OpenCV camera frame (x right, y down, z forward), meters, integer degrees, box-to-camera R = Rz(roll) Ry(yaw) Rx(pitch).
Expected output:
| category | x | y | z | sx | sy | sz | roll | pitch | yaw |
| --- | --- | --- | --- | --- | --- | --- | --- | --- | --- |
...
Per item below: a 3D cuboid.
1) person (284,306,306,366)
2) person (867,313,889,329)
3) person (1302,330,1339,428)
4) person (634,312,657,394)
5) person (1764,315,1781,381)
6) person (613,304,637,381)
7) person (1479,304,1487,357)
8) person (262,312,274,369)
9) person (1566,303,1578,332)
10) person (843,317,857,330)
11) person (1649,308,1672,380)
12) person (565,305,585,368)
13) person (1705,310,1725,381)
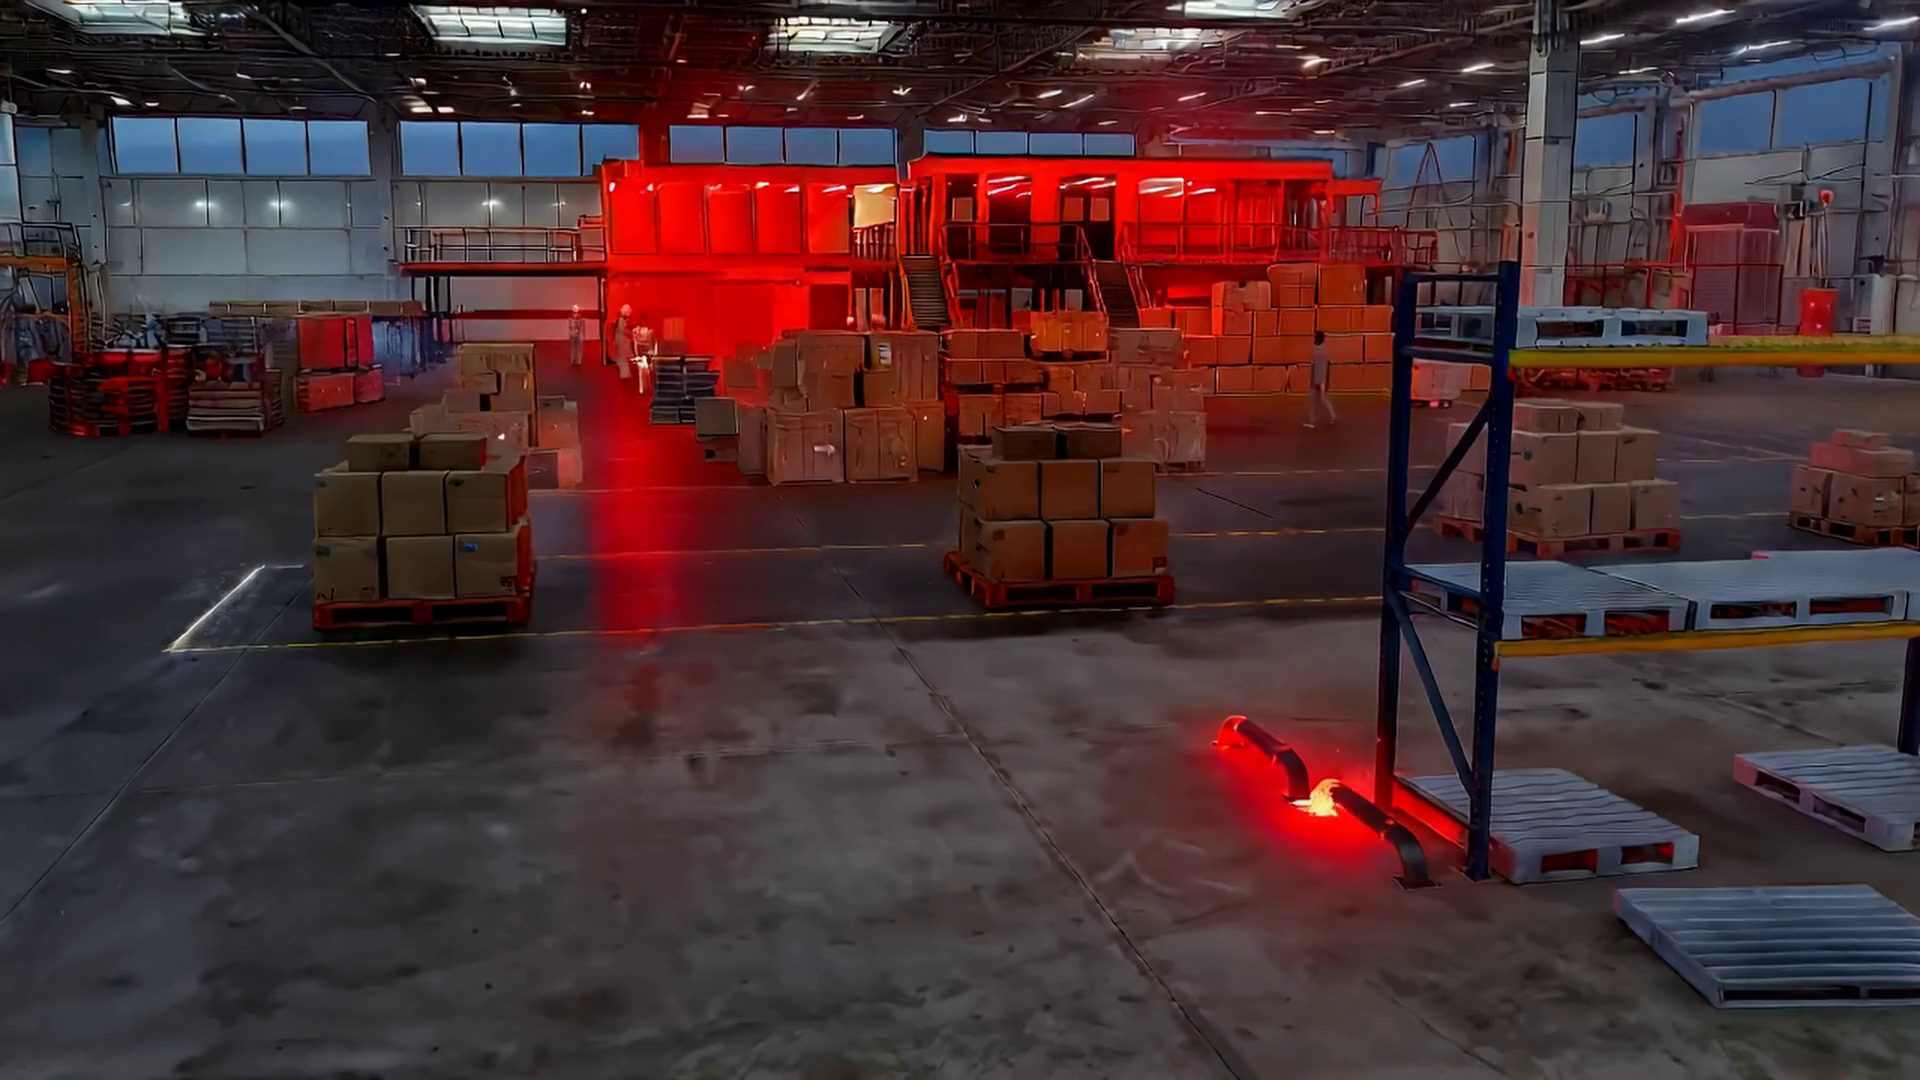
| category | x | y | z | sx | sy | sz | roll | pitch | yaw |
| --- | --- | --- | --- | --- | --- | --- | --- | --- | --- |
| person | -20.341 | -6.255 | 50.923 | 0.591 | 1.847 | 0.969 | -1 | 9 | -4 |
| person | -1.922 | -4.413 | 39.463 | 0.650 | 1.904 | 0.851 | 3 | 10 | 18 |
| person | 6.718 | -2.974 | 30.902 | 0.523 | 1.852 | 0.782 | -5 | 11 | -27 |
| person | -7.446 | -4.421 | 39.443 | 0.551 | 1.935 | 0.362 | -3 | 10 | -19 |
| person | 21.450 | -5.044 | 43.838 | 0.554 | 1.736 | 0.378 | -7 | 12 | -37 |
| person | -8.853 | -5.248 | 44.164 | 0.536 | 2.000 | 0.676 | -8 | 12 | -42 |
| person | 14.294 | -5.469 | 45.650 | 0.397 | 1.992 | 0.623 | -1 | 9 | -3 |
| person | -19.080 | -5.395 | 45.928 | 0.333 | 1.761 | 0.524 | -9 | 13 | -43 |
| person | 17.980 | -6.044 | 49.303 | 0.613 | 1.946 | 0.406 | 1 | 9 | 6 |
| person | -2.118 | -3.300 | 32.316 | 0.605 | 2.034 | 0.392 | 0 | 9 | -1 |
| person | 18.624 | -5.206 | 44.256 | 0.585 | 1.927 | 0.366 | 2 | 9 | 9 |
| person | -11.601 | -6.141 | 50.091 | 0.607 | 1.896 | 0.860 | -4 | 10 | -22 |
| person | 19.765 | -5.073 | 43.464 | 0.471 | 1.917 | 0.581 | -2 | 9 | -11 |
